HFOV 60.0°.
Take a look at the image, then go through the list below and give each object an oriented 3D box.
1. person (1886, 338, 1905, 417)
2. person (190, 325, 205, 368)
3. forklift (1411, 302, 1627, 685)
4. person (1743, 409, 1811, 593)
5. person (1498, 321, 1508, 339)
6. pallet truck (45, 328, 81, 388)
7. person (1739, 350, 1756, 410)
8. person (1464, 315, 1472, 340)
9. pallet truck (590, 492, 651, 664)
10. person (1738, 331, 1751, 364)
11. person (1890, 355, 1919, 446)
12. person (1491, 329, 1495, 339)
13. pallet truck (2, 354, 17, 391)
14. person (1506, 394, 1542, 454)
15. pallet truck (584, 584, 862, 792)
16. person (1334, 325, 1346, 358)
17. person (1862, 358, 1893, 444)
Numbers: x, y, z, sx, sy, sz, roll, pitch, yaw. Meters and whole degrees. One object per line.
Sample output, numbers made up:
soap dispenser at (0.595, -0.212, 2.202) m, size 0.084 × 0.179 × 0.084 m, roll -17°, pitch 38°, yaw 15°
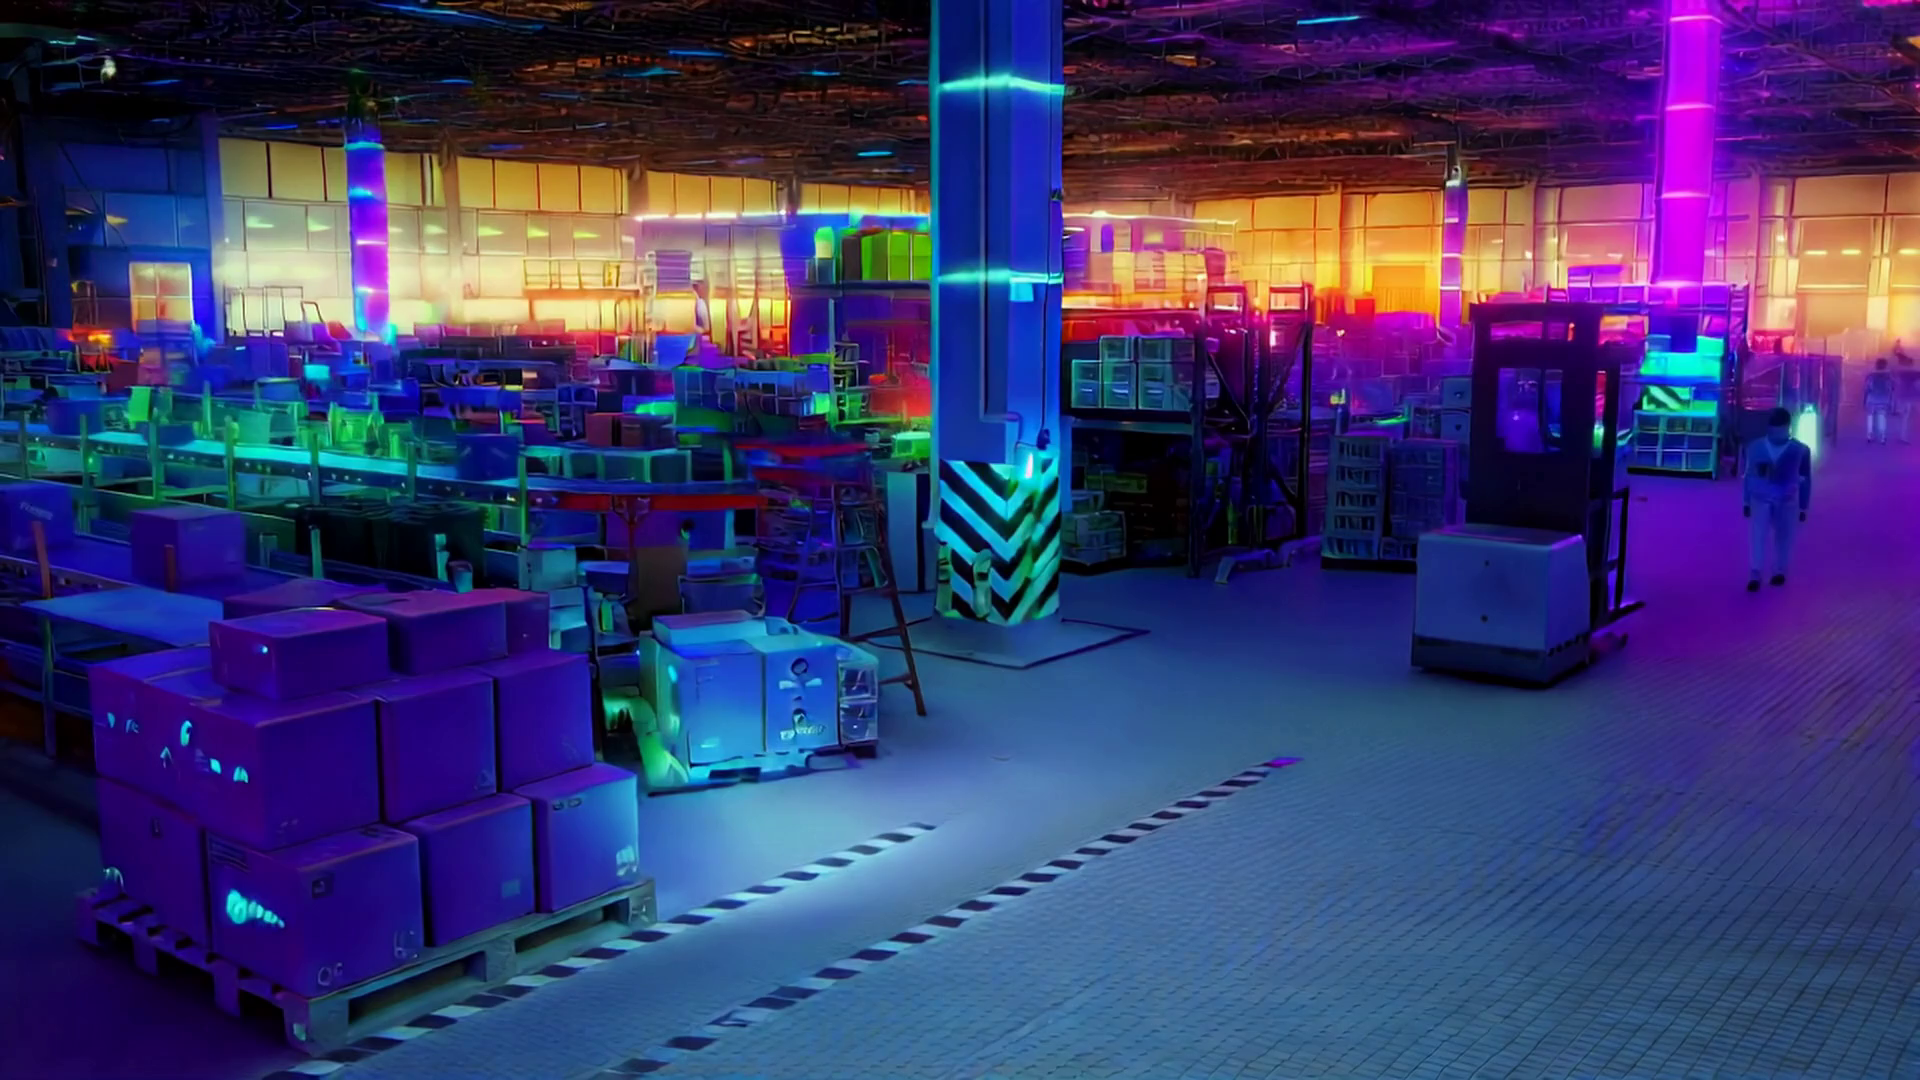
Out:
person at (21.939, -3.805, 39.000) m, size 0.423 × 1.854 × 0.553 m, roll 3°, pitch 9°, yaw 17°
person at (-22.168, -5.266, 48.379) m, size 0.680 × 1.992 × 0.528 m, roll 5°, pitch 10°, yaw 32°
forklift at (4.379, -0.438, 12.852) m, size 1.129 × 2.768 × 1.873 m, roll 7°, pitch 11°, yaw 37°
person at (7.966, -0.393, 16.235) m, size 0.611 × 1.786 × 0.924 m, roll 6°, pitch 10°, yaw 34°
person at (18.898, -6.666, 58.003) m, size 0.375 × 1.935 × 0.551 m, roll 5°, pitch 10°, yaw 30°
pallet truck at (-23.775, -4.544, 43.495) m, size 1.885 × 1.965 × 0.823 m, roll 6°, pitch 10°, yaw 35°
person at (16.666, -3.176, 35.287) m, size 0.552 × 1.682 × 0.435 m, roll -2°, pitch 9°, yaw -16°
person at (24.521, -9.934, 80.374) m, size 0.435 × 1.832 × 0.648 m, roll 0°, pitch 8°, yaw 2°
pallet truck at (-3.115, 0.344, 12.883) m, size 0.653 × 1.274 × 1.630 m, roll 7°, pitch 11°, yaw 37°
person at (25.278, -5.927, 53.666) m, size 0.320 × 1.742 × 0.492 m, roll -2°, pitch 9°, yaw -15°
person at (18.065, -2.665, 31.744) m, size 0.628 × 1.723 × 0.739 m, roll 1°, pitch 8°, yaw 4°
person at (13.767, -4.545, 43.511) m, size 0.382 × 1.995 × 0.612 m, roll 1°, pitch 9°, yaw 9°
pallet truck at (-24.881, -4.417, 42.634) m, size 1.885 × 1.965 × 0.823 m, roll 8°, pitch 11°, yaw 41°
person at (7.185, -1.075, 21.391) m, size 0.631 × 1.609 × 0.504 m, roll -4°, pitch 9°, yaw -23°
pallet truck at (-1.426, 0.805, 10.019) m, size 1.601 × 1.201 × 0.680 m, roll -4°, pitch 9°, yaw -26°
person at (11.734, -5.726, 51.802) m, size 0.948 × 1.894 × 0.555 m, roll 3°, pitch 9°, yaw 22°
person at (17.602, -2.655, 31.857) m, size 0.538 × 1.666 × 0.741 m, roll 3°, pitch 9°, yaw 20°
